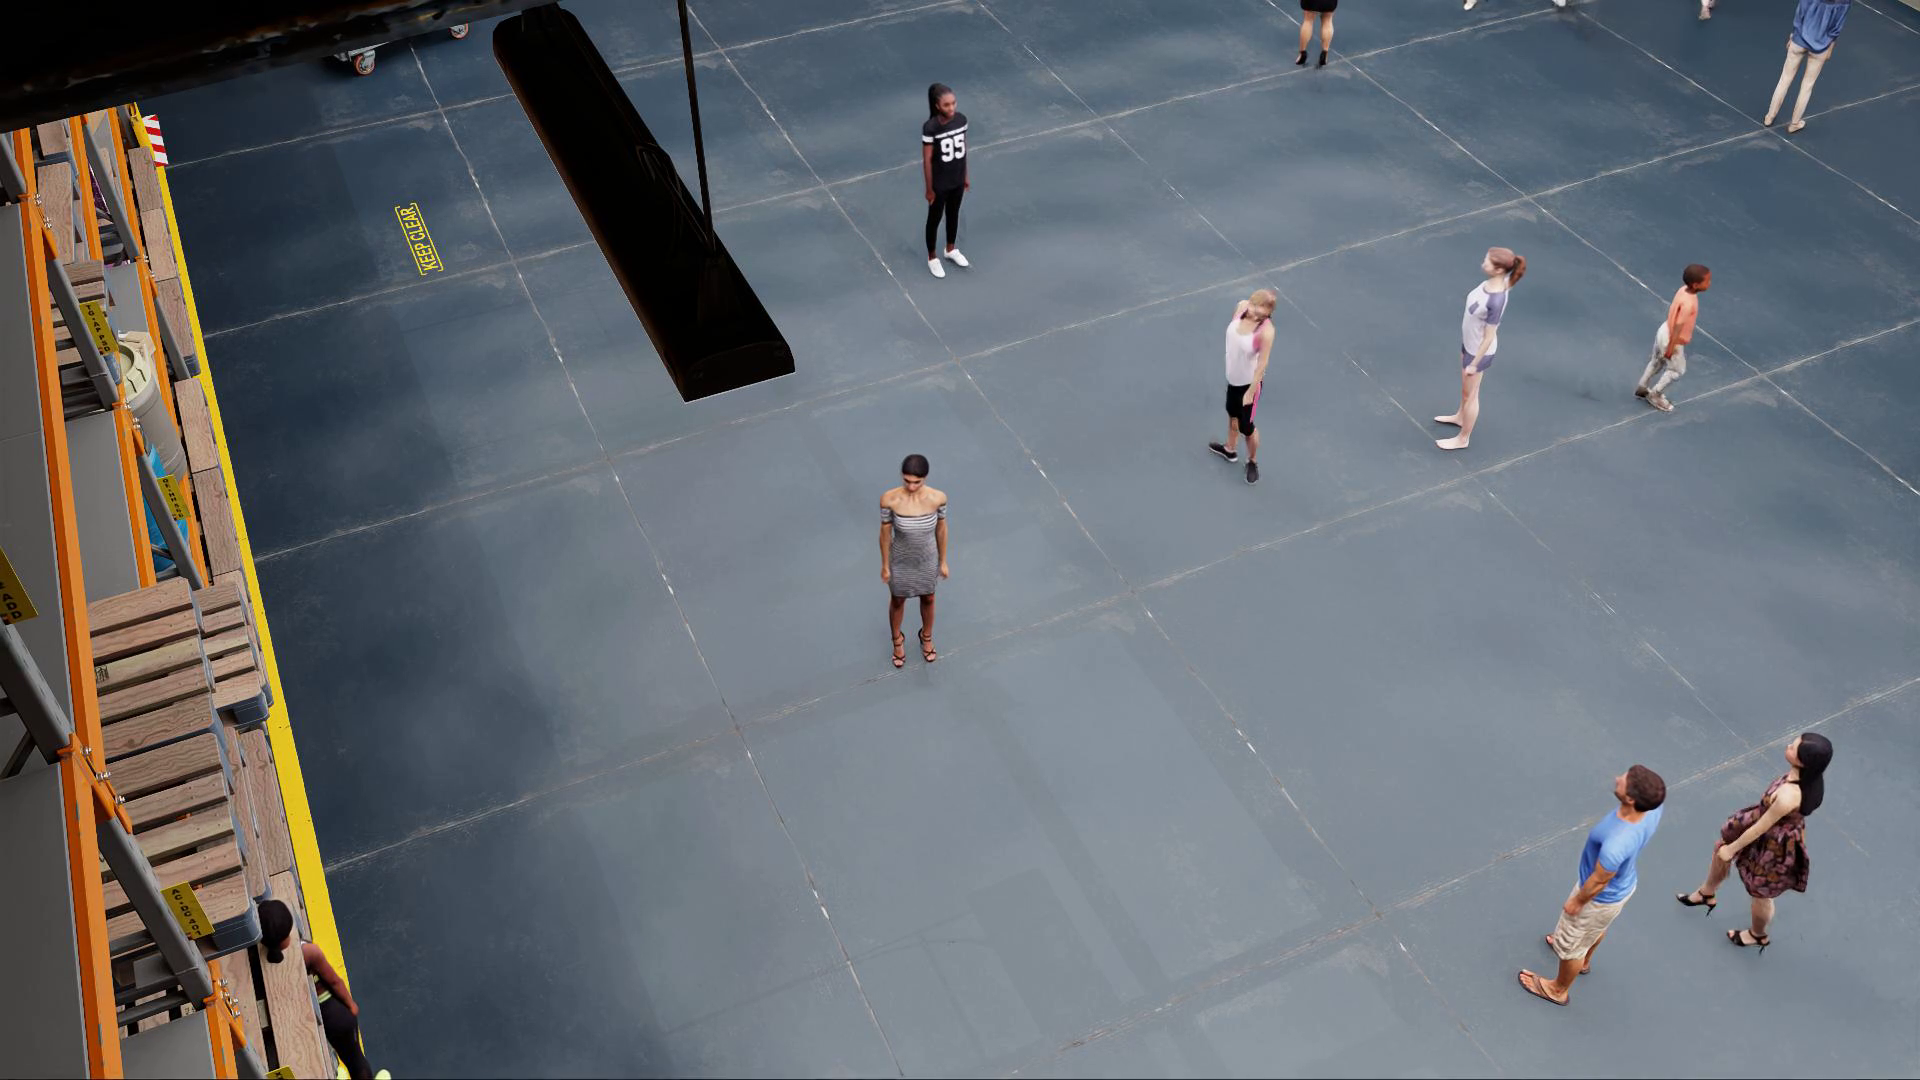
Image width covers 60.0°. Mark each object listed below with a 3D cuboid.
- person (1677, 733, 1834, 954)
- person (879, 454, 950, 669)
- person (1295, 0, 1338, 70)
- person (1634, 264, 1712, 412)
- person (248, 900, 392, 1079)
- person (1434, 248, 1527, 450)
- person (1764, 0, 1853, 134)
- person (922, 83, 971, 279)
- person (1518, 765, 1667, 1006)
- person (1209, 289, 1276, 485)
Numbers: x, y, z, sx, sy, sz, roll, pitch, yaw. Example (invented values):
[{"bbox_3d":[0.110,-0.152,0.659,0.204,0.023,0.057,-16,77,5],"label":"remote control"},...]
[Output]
[{"bbox_3d":[4.567,1.737,9.227,0.913,1.751,0.813,27,50,25],"label":"person"},{"bbox_3d":[-0.306,0.133,10.857,0.653,1.824,0.625,-6,44,-6],"label":"person"},{"bbox_3d":[3.698,-5.663,17.018,0.760,1.717,0.769,3,44,3],"label":"person"},{"bbox_3d":[5.540,-1.608,13.065,0.668,1.298,0.607,13,45,14],"label":"person"},{"bbox_3d":[-3.295,2.430,8.498,0.628,1.752,0.630,-1,44,-2],"label":"person"},{"bbox_3d":[3.922,-1.463,12.575,0.739,1.766,0.661,8,44,9],"label":"person"},{"bbox_3d":[8.230,-4.779,16.105,0.655,1.696,0.762,27,50,26],"label":"person"},{"bbox_3d":[-0.127,-3.108,14.328,0.661,1.728,0.649,-28,50,-26],"label":"person"},{"bbox_3d":[3.487,1.864,9.012,0.701,1.864,0.727,33,53,30],"label":"person"},{"bbox_3d":[2.100,-1.247,12.360,0.781,1.749,0.499,-5,44,-5],"label":"person"}]
